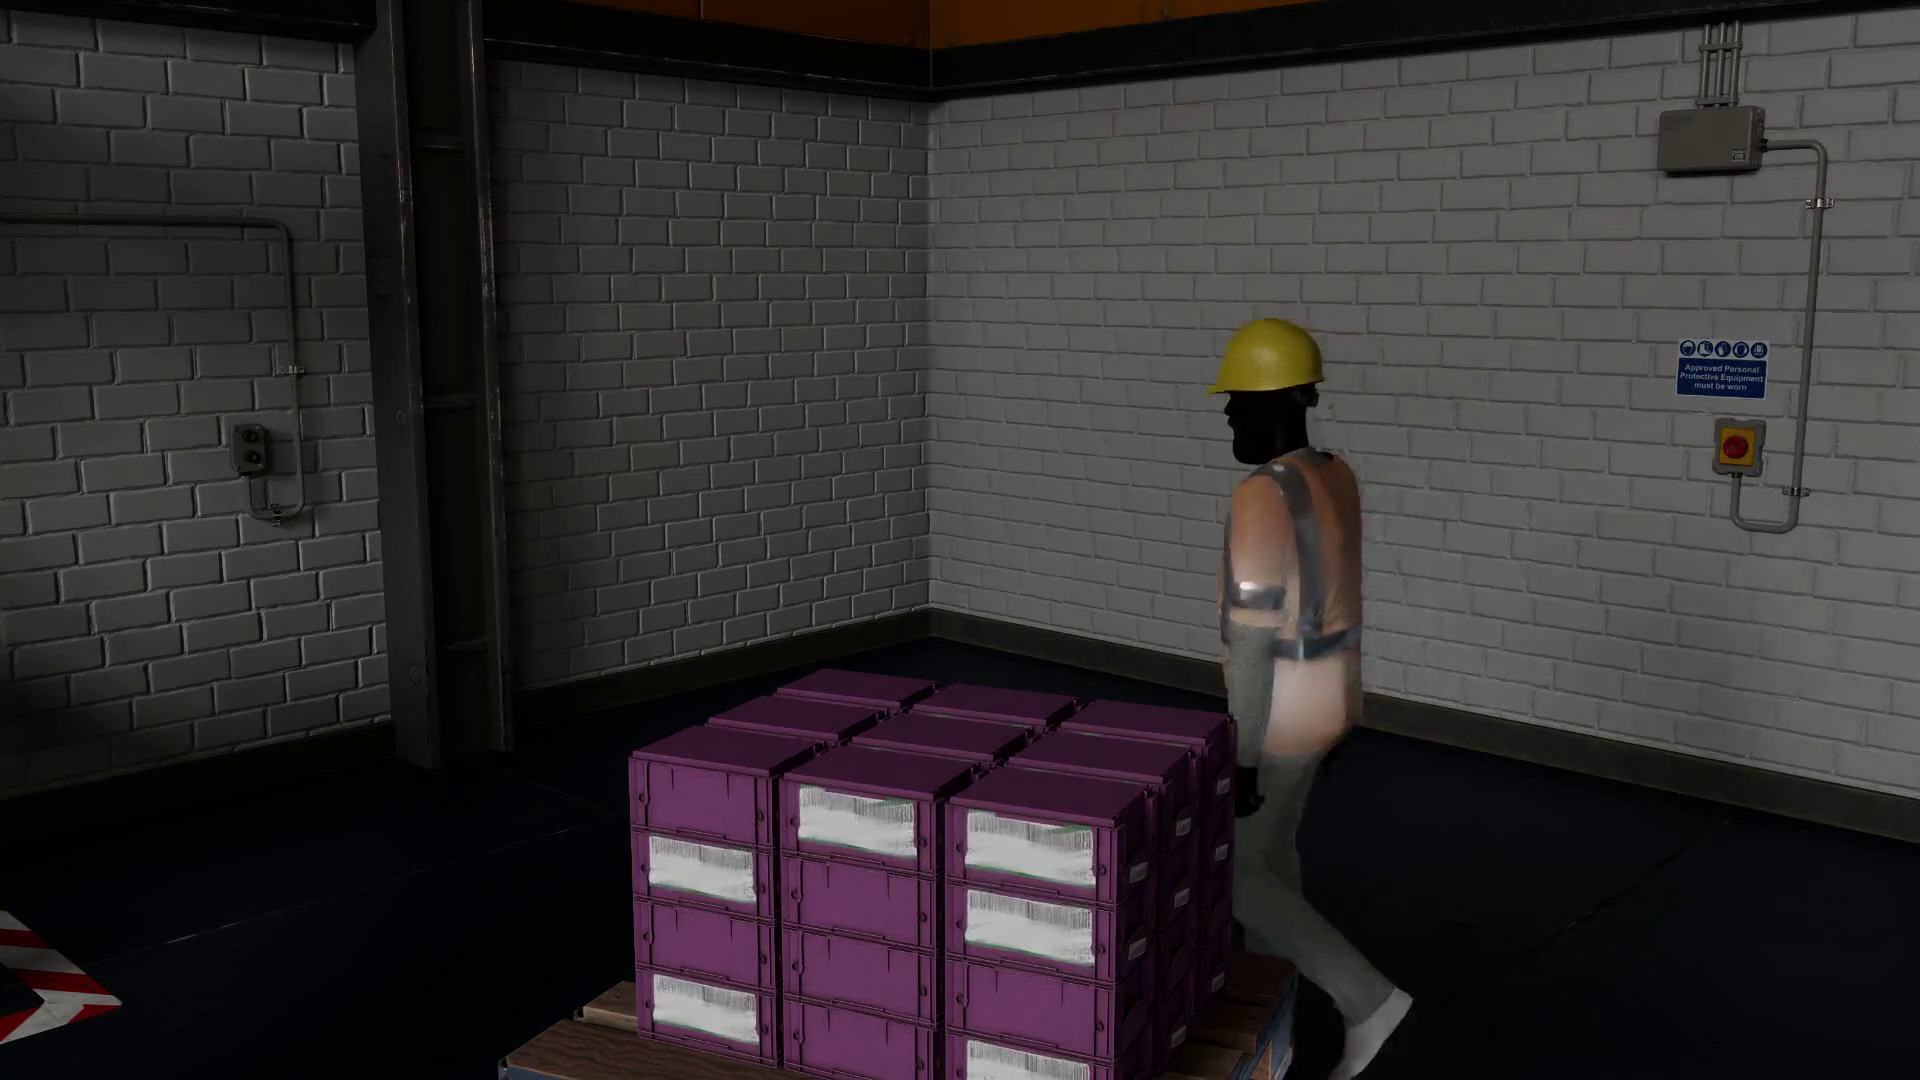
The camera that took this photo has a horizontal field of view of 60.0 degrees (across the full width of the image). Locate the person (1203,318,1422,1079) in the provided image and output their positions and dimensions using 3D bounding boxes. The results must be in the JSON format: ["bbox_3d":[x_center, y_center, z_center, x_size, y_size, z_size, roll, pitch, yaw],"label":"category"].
[{"bbox_3d":[0.824,0.419,4.042,0.550,1.904,0.607,5,11,30],"label":"person"}]
